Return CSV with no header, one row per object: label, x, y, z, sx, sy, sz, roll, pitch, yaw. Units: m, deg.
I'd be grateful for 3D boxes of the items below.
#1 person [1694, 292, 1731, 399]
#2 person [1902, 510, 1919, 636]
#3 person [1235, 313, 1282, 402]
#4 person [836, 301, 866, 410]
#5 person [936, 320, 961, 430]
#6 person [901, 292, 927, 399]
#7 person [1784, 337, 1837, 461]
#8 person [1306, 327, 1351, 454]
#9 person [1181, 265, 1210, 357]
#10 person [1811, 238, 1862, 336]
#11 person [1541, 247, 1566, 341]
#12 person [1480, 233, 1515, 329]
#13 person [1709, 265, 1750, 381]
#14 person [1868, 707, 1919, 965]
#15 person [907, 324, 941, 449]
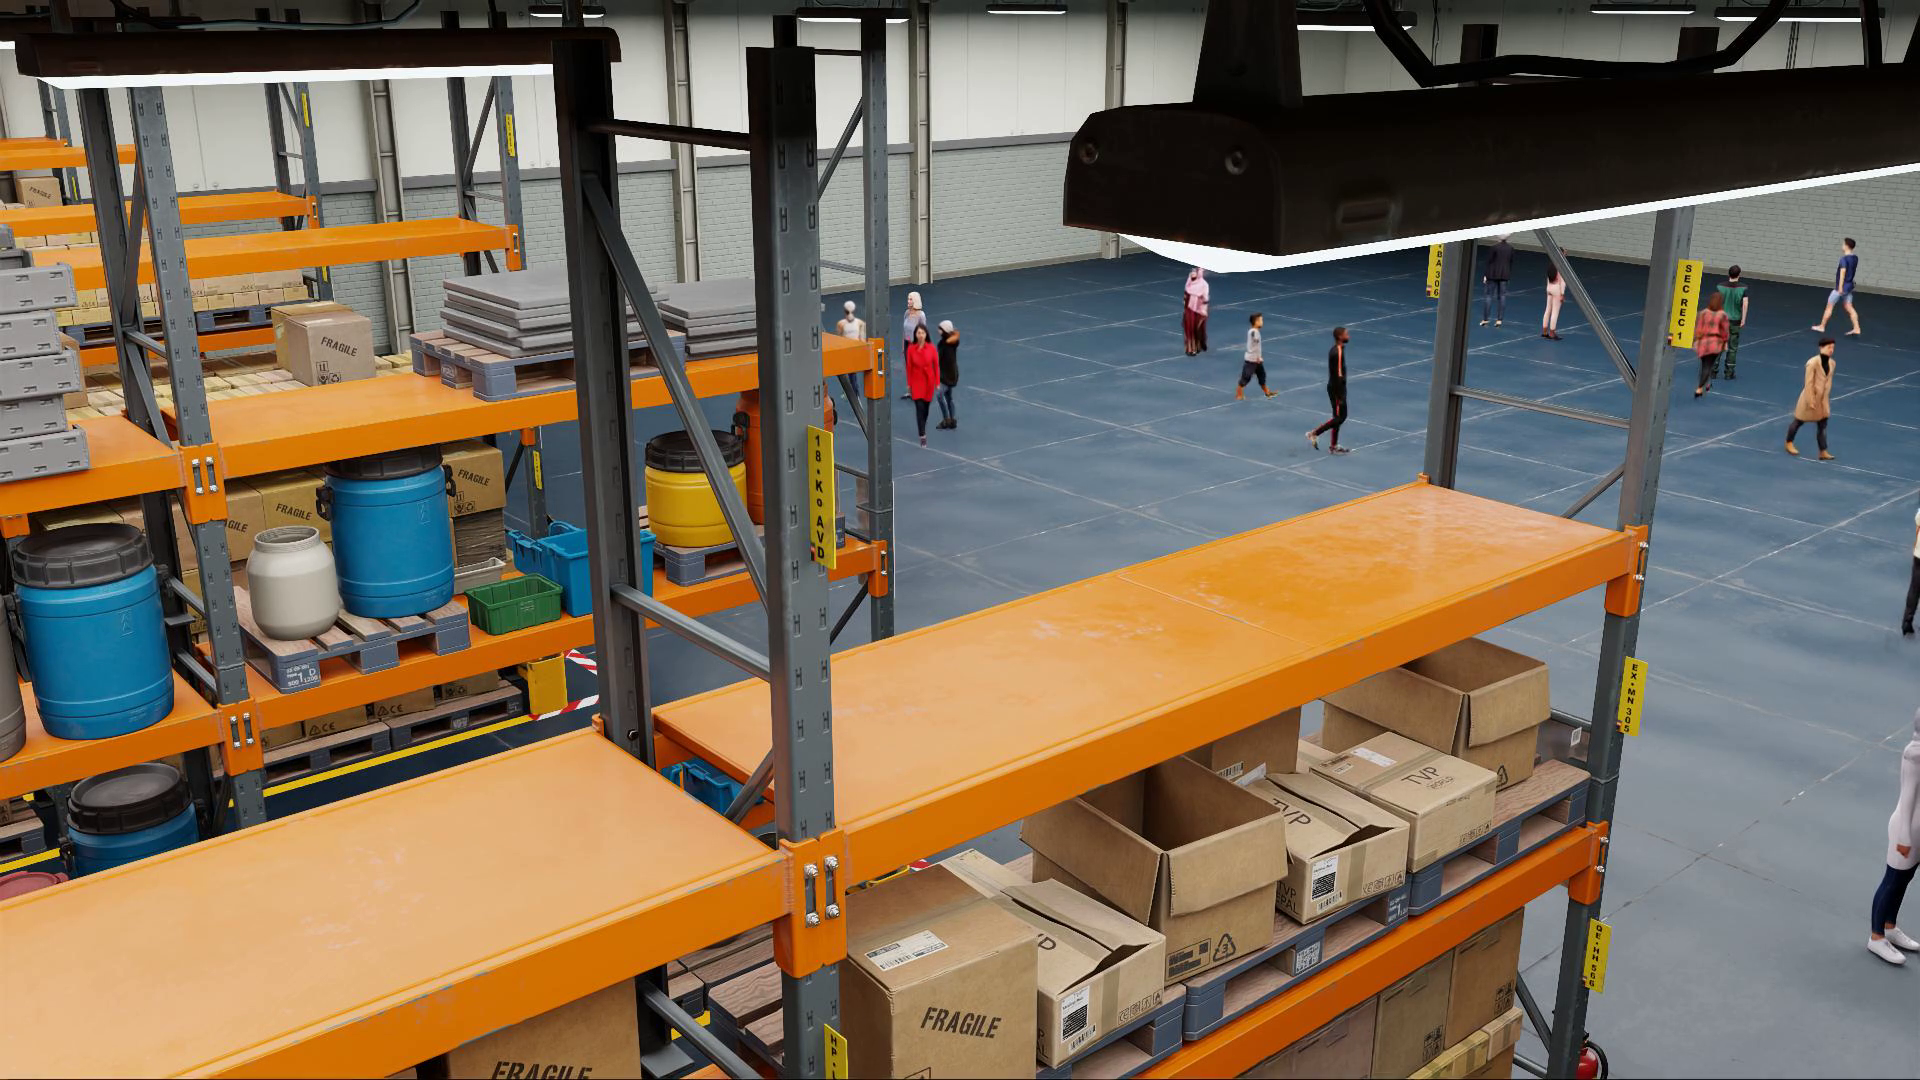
person,11.866,-3.047,26.369,1.109,1.648,0.684,-17,25,-42
person,9.596,0.215,16.486,0.872,1.565,0.653,-12,22,-33
person,4.576,-2.924,26.344,1.051,1.430,0.974,1,18,2
person,-1.649,-2.781,25.554,1.212,1.647,0.945,-7,19,-20
person,-0.116,-2.425,24.501,0.748,1.622,0.730,-5,19,-14
person,-0.719,-3.072,26.327,0.629,1.722,0.571,14,23,36
person,11.745,-1.967,22.990,1.140,1.688,1.031,-4,18,-12
person,5.152,-2.059,23.098,0.985,1.795,0.933,2,18,7
person,4.215,-4.085,29.591,0.740,1.627,0.773,11,21,30
person,16.694,-4.713,31.234,1.167,1.804,0.856,-9,20,-27
person,11.107,-4.610,31.052,0.682,1.721,0.694,-4,19,-13
person,9.420,-4.630,29.271,0.808,1.781,0.793,-1,18,-2
person,12.853,-3.656,27.835,0.739,1.900,0.694,10,21,29
person,6.266,1.905,10.958,0.458,1.775,0.666,-14,23,-36
person,-0.532,-2.210,23.705,1.092,1.707,1.039,-2,18,-7
